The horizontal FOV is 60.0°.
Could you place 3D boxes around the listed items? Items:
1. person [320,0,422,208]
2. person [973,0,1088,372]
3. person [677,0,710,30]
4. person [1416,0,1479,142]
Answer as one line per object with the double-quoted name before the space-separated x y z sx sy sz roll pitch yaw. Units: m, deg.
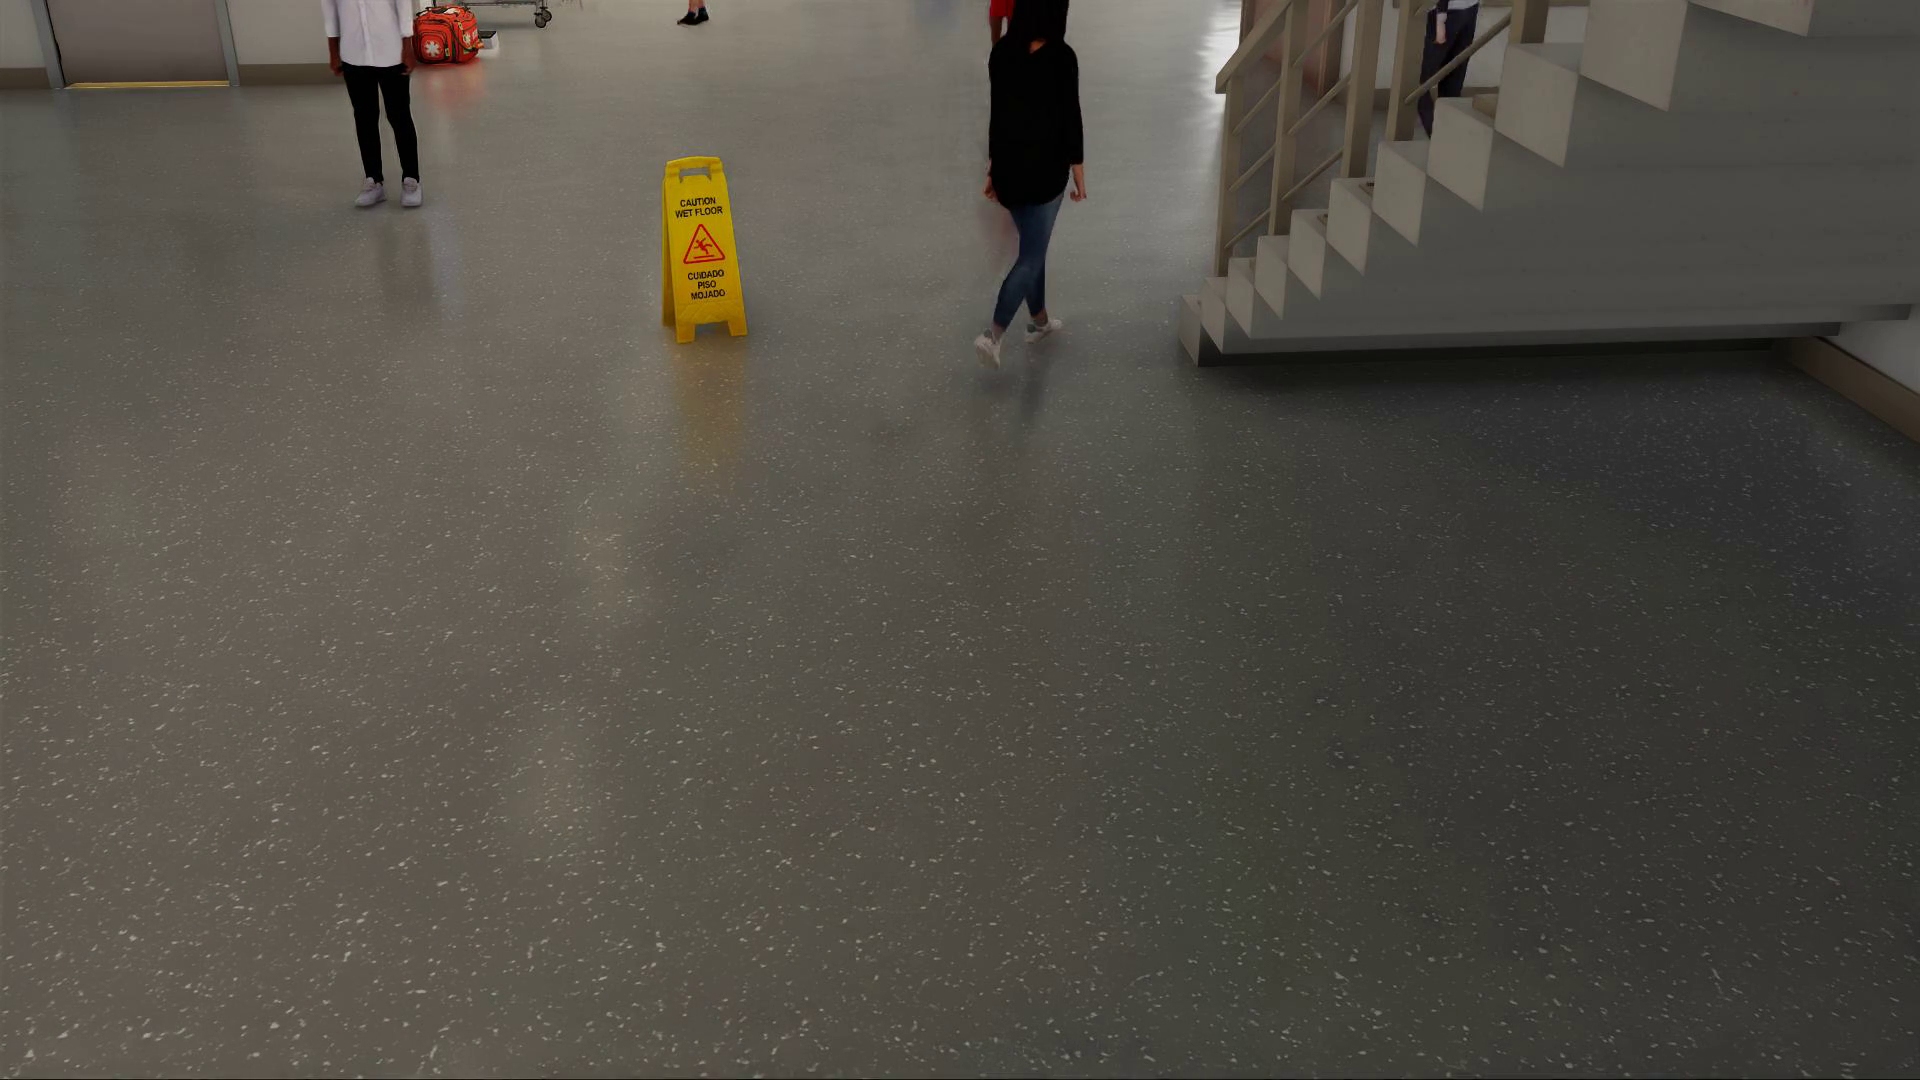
"person" -3.278 -2.776 9.274 0.631 1.809 0.557 -1 26 -3
"person" 0.255 -1.487 6.825 0.987 1.615 1.111 15 30 29
"person" -2.427 -5.429 15.222 0.810 1.420 0.947 13 29 25
"person" 3.026 -3.103 10.007 0.722 1.762 0.670 22 33 38
